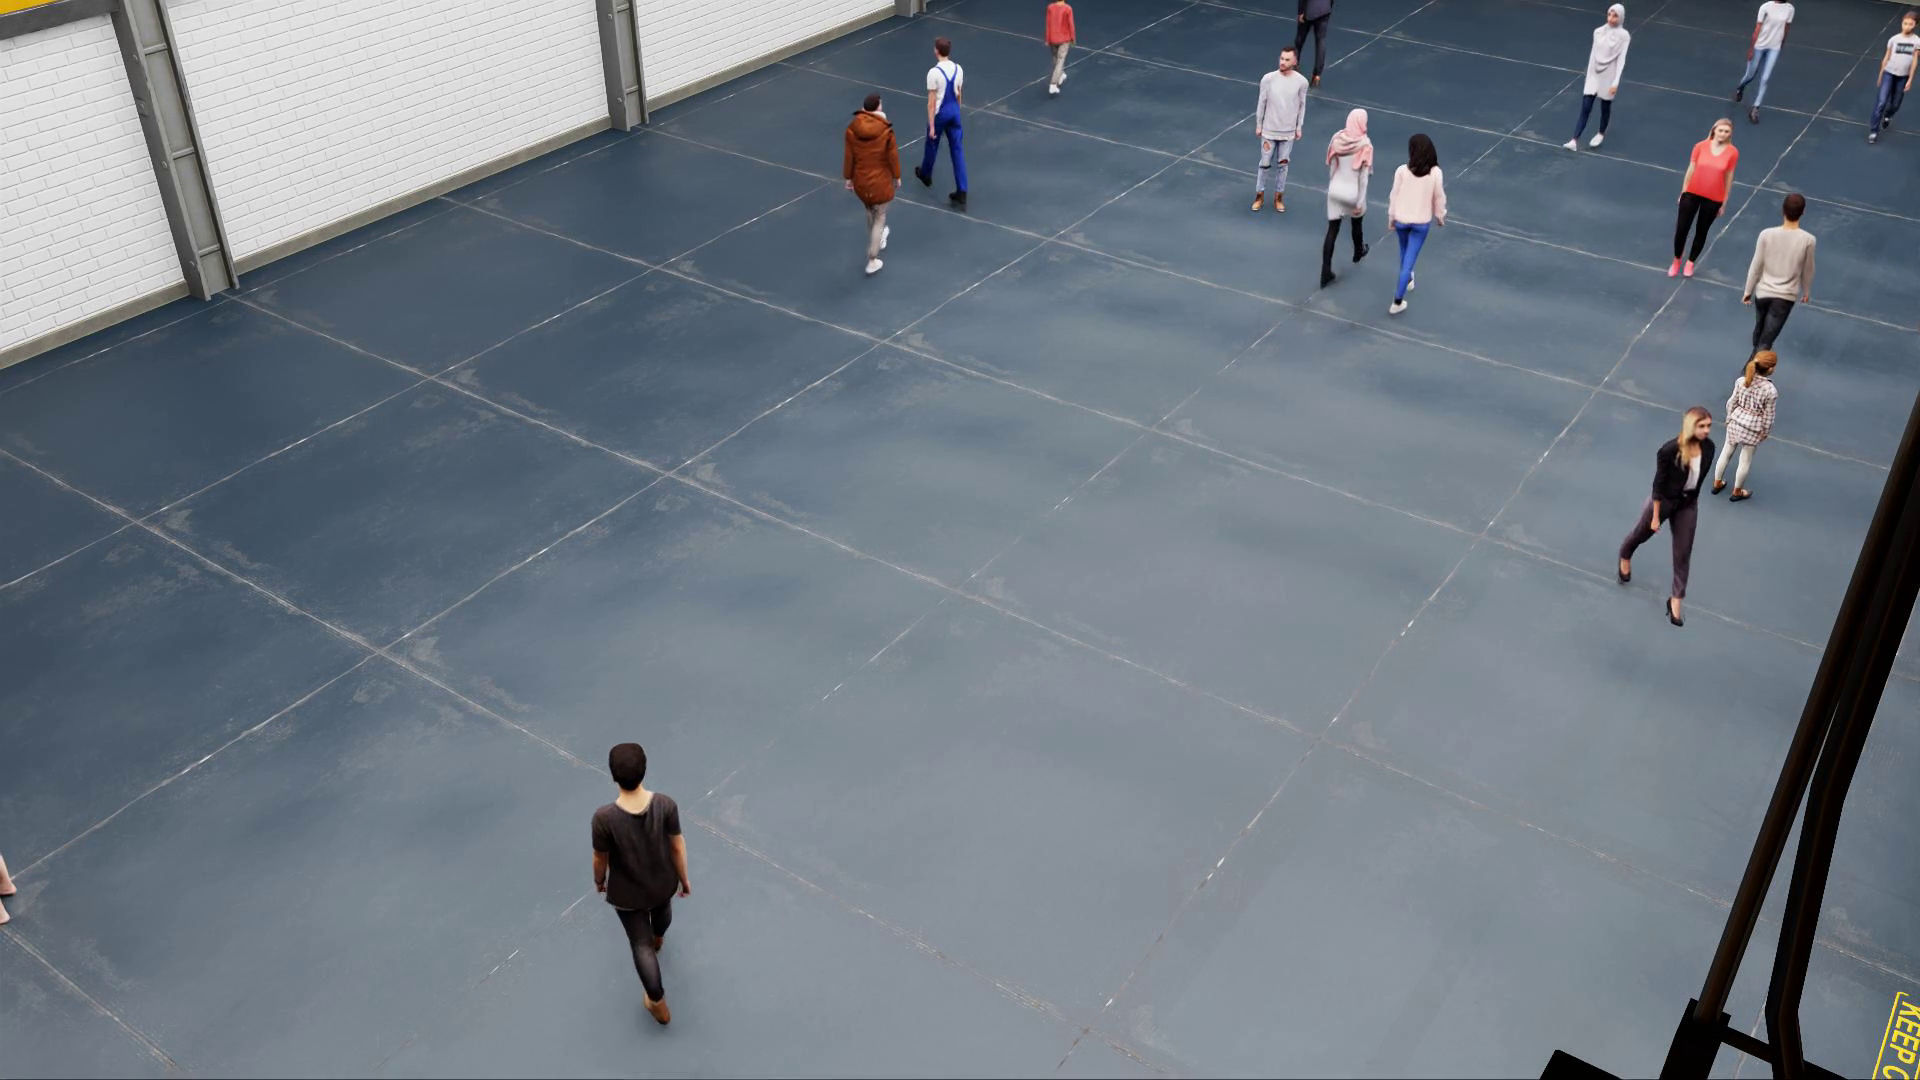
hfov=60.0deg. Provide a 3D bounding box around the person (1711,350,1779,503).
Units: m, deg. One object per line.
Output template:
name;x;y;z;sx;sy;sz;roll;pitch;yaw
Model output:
person;6.329;-0.928;13.387;0.591;1.311;0.585;-24;40;-31

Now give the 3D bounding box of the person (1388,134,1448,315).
person;4.358;-3.033;16.177;0.741;1.729;1.051;19;38;26

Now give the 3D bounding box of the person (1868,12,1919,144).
person;11.435;-5.676;20.318;0.629;1.546;0.933;15;37;22

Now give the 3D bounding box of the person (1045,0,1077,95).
person;1.282;-6.524;21.739;0.598;1.385;0.969;16;37;22

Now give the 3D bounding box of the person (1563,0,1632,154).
person;7.742;-5.510;19.900;0.760;1.733;1.147;29;43;36

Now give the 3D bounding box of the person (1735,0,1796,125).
person;10.115;-6.185;20.944;0.872;1.703;1.086;4;34;6

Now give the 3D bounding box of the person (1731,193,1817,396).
person;7.171;-2.097;14.694;0.757;1.812;1.267;26;42;34

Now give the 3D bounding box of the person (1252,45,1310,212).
person;3.526;-4.562;18.378;0.762;1.840;0.738;5;34;7

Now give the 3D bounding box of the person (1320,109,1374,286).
person;3.833;-3.412;16.714;0.654;1.766;1.111;20;38;27

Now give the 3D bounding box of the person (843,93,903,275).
person;-0.916;-3.595;16.967;0.874;1.791;1.155;12;35;17

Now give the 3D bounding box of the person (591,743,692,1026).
person;-1.677;1.854;8.869;1.098;1.680;1.049;-13;36;-19

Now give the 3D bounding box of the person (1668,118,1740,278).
person;7.560;-3.492;16.912;0.663;1.679;0.692;14;36;20

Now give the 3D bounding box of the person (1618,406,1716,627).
person;5.098;-0.253;12.096;1.023;1.617;1.108;-4;34;-6

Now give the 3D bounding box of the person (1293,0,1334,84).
person;4.738;-6.945;22.021;1.160;1.776;1.286;-2;34;-3

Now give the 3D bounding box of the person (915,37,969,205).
person;-0.116;-4.628;18.514;1.306;1.798;1.088;-18;37;-25
